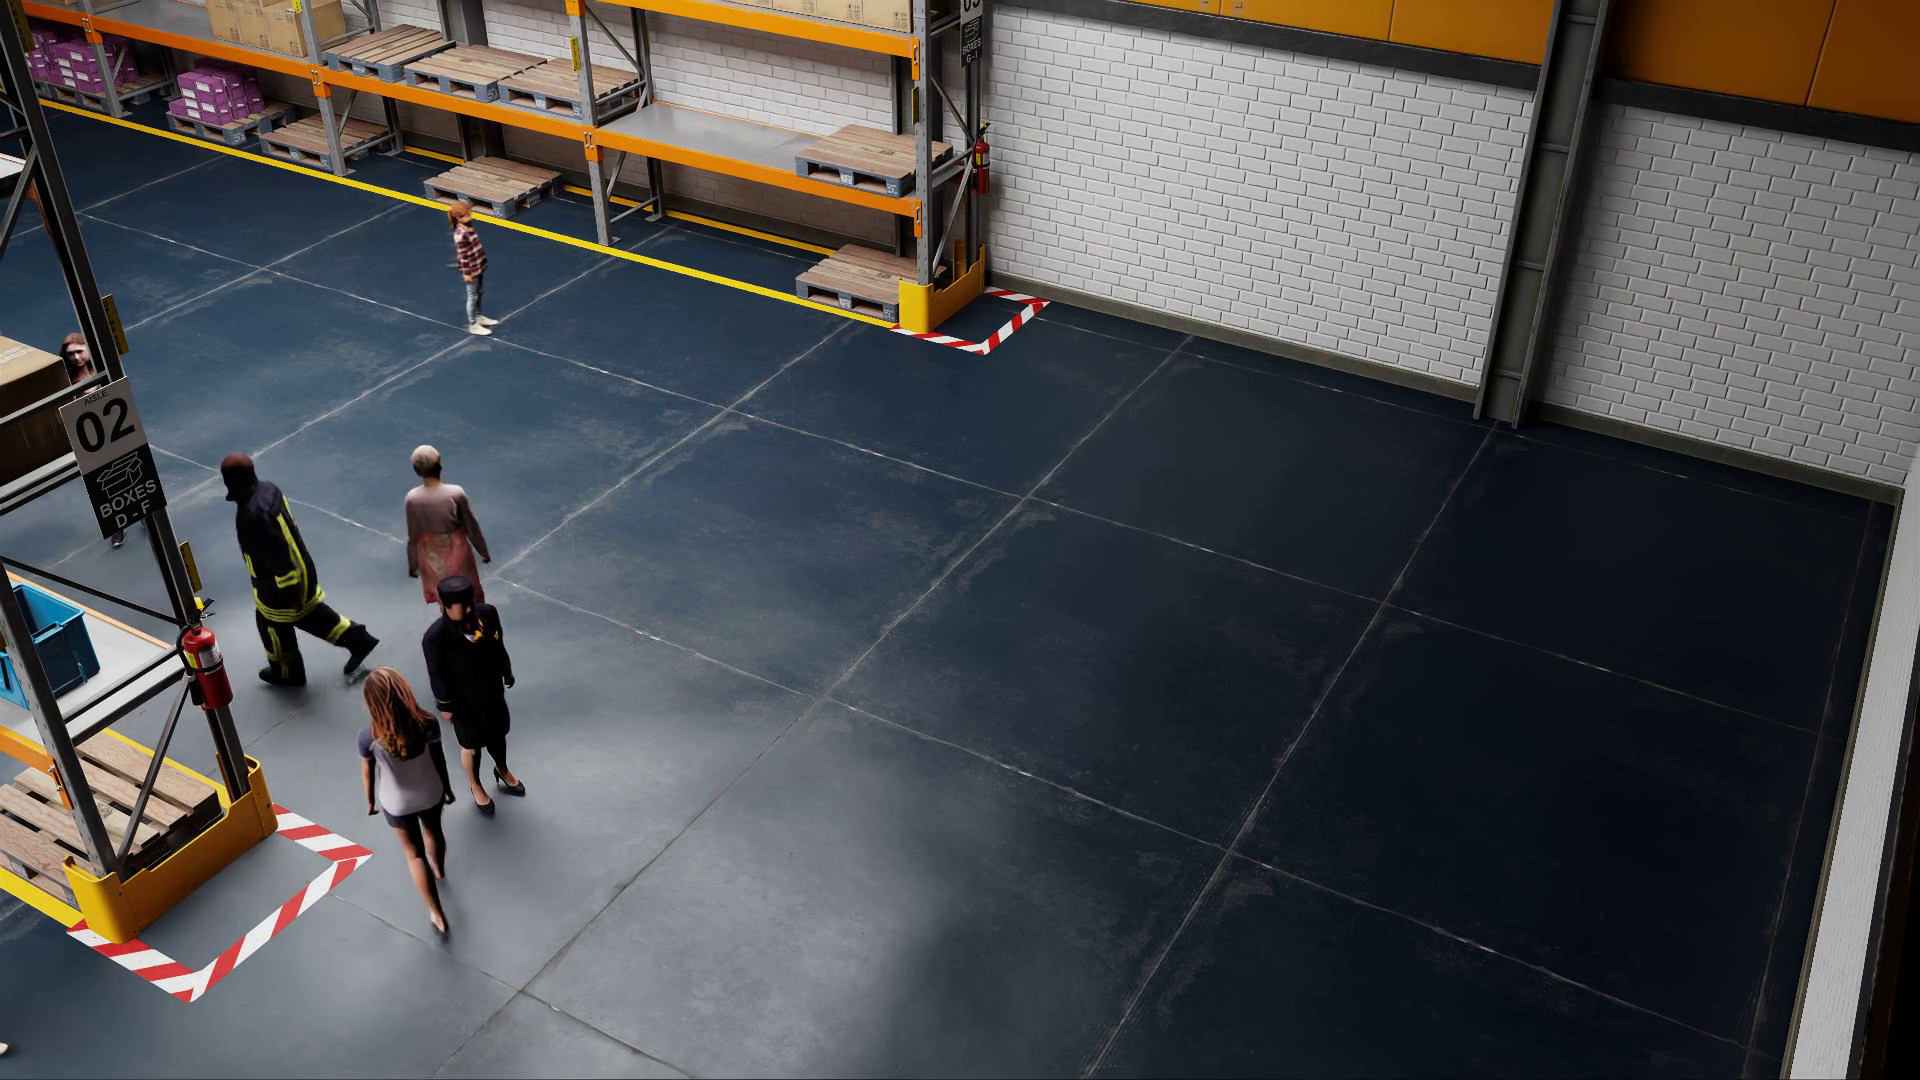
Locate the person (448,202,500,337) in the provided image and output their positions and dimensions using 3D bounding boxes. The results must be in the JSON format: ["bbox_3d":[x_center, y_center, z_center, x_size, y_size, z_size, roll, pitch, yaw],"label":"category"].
[{"bbox_3d":[-4.641,-2.596,15.784,0.623,1.305,0.608,2,34,4],"label":"person"}]

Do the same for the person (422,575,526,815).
[{"bbox_3d":[-2.954,0.926,10.155,0.676,1.671,0.739,24,41,32],"label":"person"}]

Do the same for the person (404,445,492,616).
[{"bbox_3d":[-3.488,0.174,11.280,0.839,1.678,0.908,-4,34,-6],"label":"person"}]

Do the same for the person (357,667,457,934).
[{"bbox_3d":[-3.047,1.485,9.287,0.895,1.700,1.039,-17,37,-24],"label":"person"}]

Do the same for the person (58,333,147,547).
[{"bbox_3d":[-6.509,-0.783,12.656,0.670,1.748,0.674,-19,38,-26],"label":"person"}]

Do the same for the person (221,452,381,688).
[{"bbox_3d":[-4.444,0.206,11.136,1.199,1.784,1.086,-6,34,-10],"label":"person"}]
